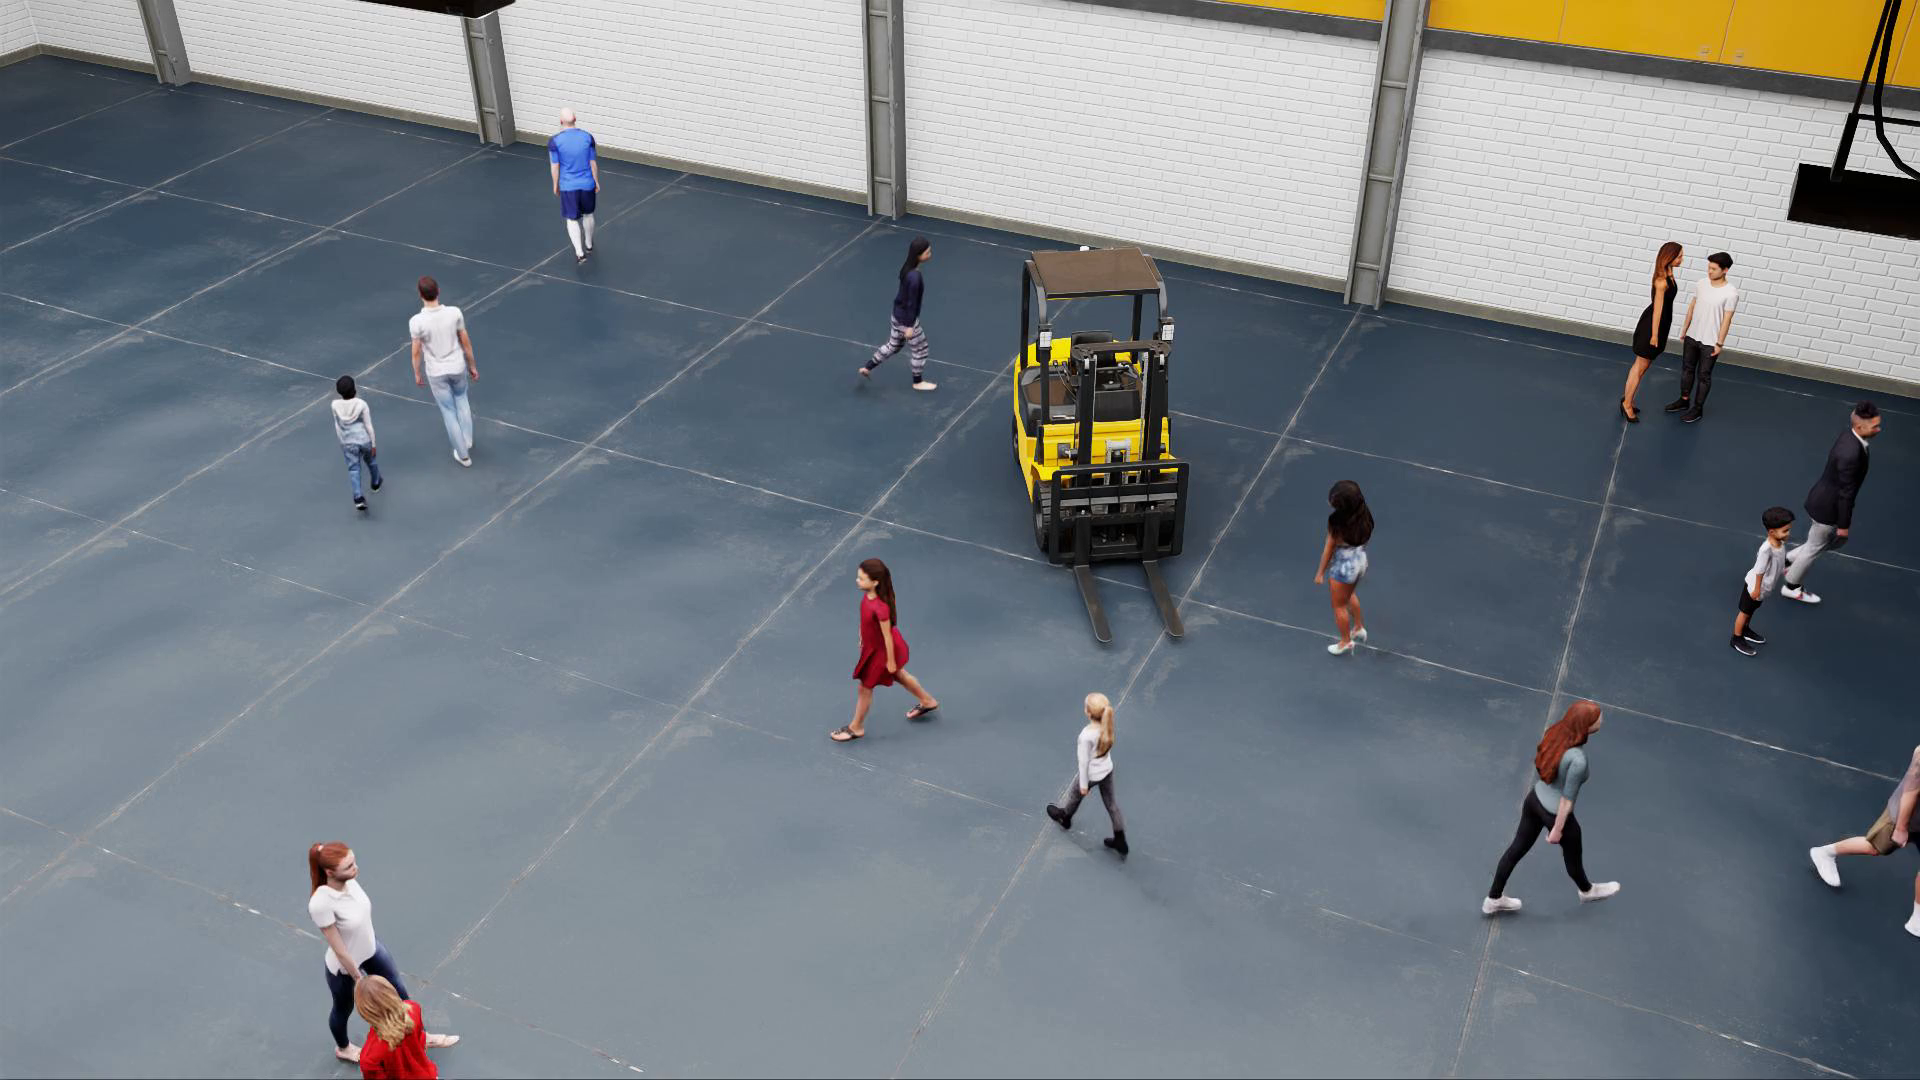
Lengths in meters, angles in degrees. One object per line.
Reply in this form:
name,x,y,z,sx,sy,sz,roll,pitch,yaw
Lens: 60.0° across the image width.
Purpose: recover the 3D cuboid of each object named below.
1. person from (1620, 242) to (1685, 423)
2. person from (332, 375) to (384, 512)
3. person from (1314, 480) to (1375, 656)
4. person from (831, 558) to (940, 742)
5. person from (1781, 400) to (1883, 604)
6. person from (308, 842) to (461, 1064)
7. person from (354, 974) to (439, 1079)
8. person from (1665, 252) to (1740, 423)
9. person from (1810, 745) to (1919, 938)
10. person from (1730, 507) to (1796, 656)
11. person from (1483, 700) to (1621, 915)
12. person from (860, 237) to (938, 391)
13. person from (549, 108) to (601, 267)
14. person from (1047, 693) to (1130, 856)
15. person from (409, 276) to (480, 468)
person,6.644,-1.999,15.968,0.511,1.835,0.569,14,36,20
person,-5.383,-0.859,14.782,0.852,1.250,0.847,-7,34,-10
person,3.016,0.244,12.825,0.678,1.579,0.672,-22,40,-30
person,-0.491,0.793,12.097,1.093,1.471,0.995,-9,35,-13
person,6.896,-0.314,13.351,0.738,1.926,0.721,14,36,21
person,-3.560,2.393,9.477,1.022,1.706,0.747,5,34,7
person,-2.817,2.936,8.674,0.590,1.690,0.626,15,36,21
person,7.209,-1.981,16.049,0.778,1.715,0.690,-16,37,-22
person,5.959,1.664,10.501,1.108,1.810,1.274,-16,37,-23
person,6.282,0.294,13.037,0.572,1.262,0.543,26,42,34
person,3.645,1.726,10.489,1.194,1.698,0.988,-3,34,-5
person,-0.603,-2.198,16.399,1.125,1.690,0.997,-8,35,-12
person,-4.379,-4.017,19.023,1.105,1.815,1.180,-13,36,-19
person,0.957,1.584,11.107,0.737,1.250,0.975,-26,42,-34
person,-4.667,-1.500,15.218,0.874,1.835,0.934,-20,39,-28
